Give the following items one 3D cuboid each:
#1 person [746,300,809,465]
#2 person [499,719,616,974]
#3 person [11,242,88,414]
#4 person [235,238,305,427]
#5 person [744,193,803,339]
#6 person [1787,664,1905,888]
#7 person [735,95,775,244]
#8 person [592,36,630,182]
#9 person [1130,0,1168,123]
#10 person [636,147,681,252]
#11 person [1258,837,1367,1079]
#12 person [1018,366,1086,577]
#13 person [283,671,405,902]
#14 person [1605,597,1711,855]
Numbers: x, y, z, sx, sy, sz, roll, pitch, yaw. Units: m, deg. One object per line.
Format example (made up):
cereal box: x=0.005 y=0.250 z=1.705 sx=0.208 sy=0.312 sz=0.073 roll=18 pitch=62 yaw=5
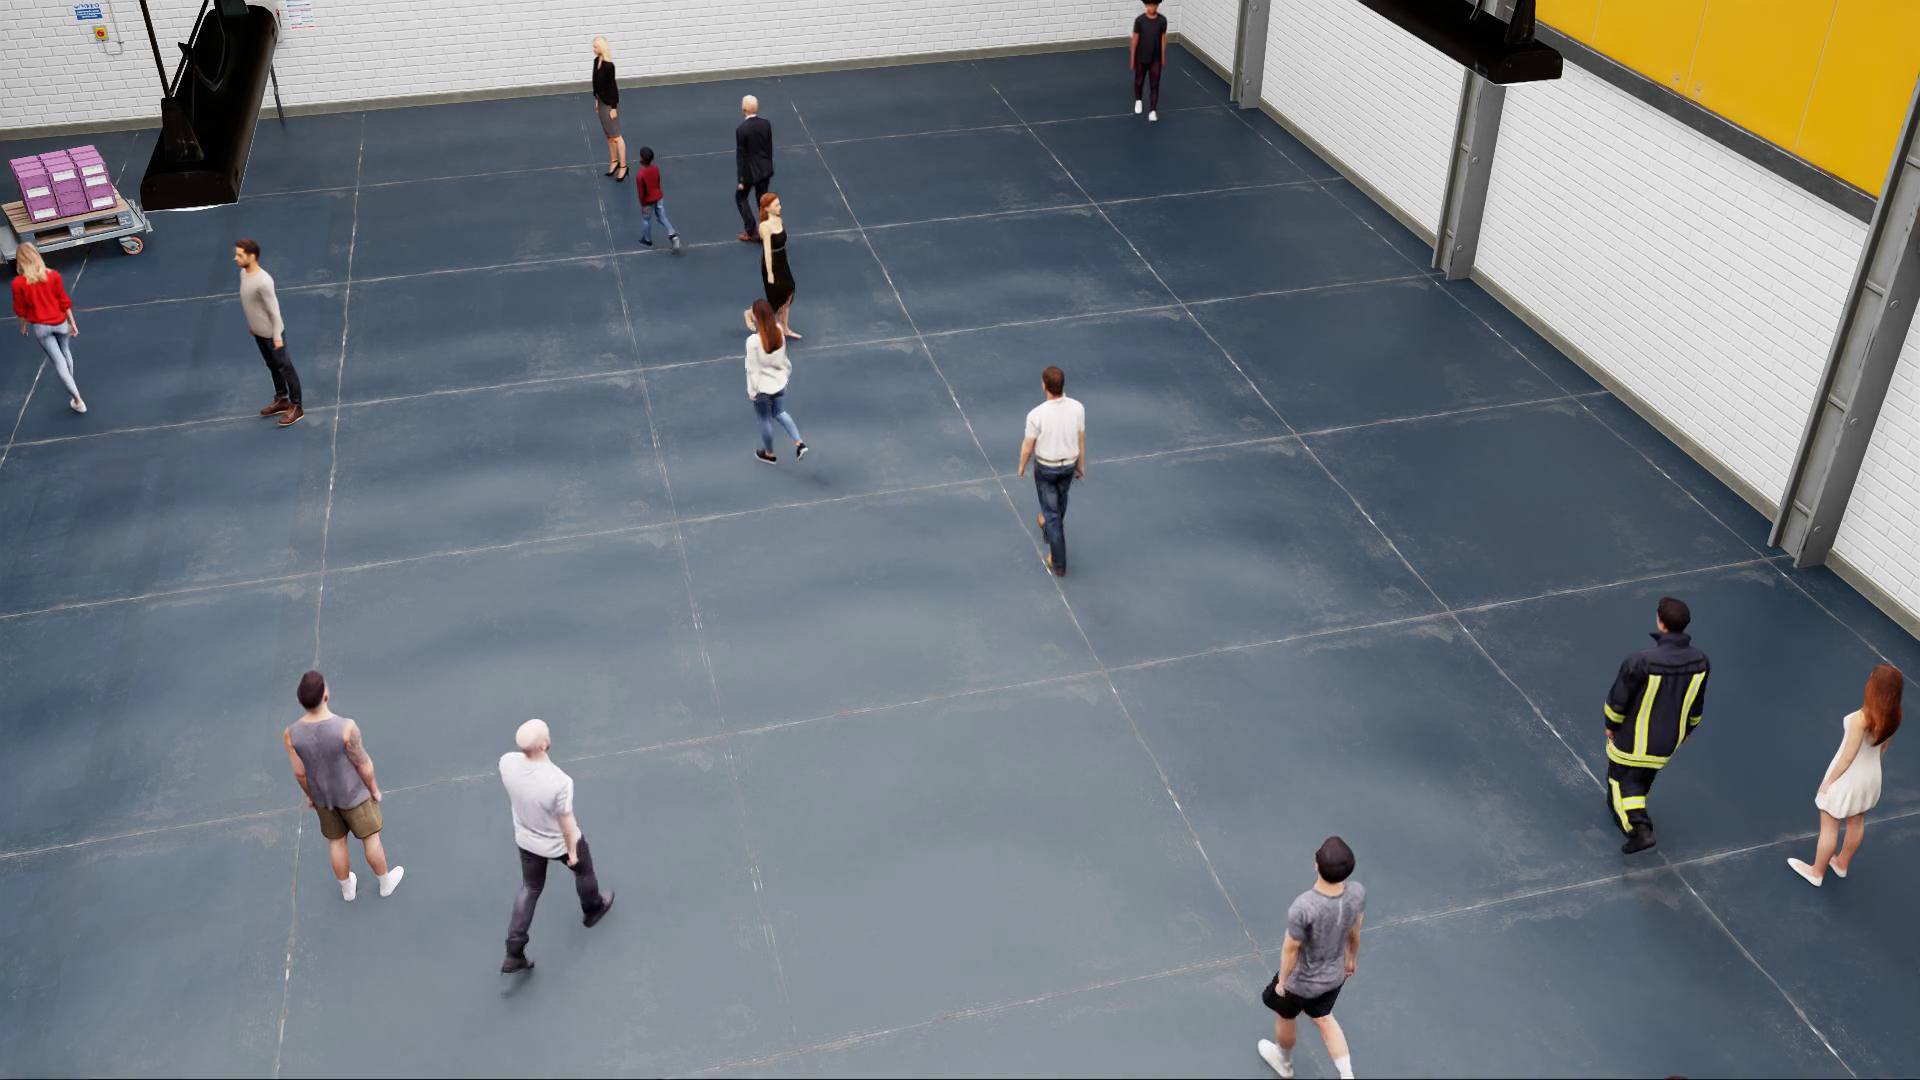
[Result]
person: x=-1.663 y=-1.377 z=15.067 sx=0.977 sy=1.676 sz=0.869 roll=26 pitch=42 yaw=34
person: x=-2.563 y=1.855 z=10.077 sx=1.103 sy=1.817 sz=1.262 roll=12 pitch=35 yaw=17
person: x=-8.727 y=-2.004 z=16.019 sx=1.119 sy=1.666 sz=0.938 roll=29 pitch=43 yaw=36
person: x=-6.585 y=-2.000 z=15.831 sx=0.708 sy=1.868 sz=0.807 roll=25 pitch=41 yaw=33
person: x=-2.000 y=-2.837 z=17.324 sx=0.909 sy=1.610 sz=0.884 roll=13 pitch=36 yaw=18
person: x=5.752 y=1.512 z=10.691 sx=0.572 sy=1.709 sz=0.535 roll=-11 pitch=35 yaw=-16
person: x=-2.329 y=-4.228 z=19.257 sx=0.822 sy=1.786 sz=0.823 roll=-24 pitch=41 yaw=-32
person: x=-4.444 y=-5.464 z=21.065 sx=0.744 sy=1.843 sz=0.624 roll=-25 pitch=41 yaw=-33
person: x=2.601 y=-6.730 z=23.064 sx=0.858 sy=1.739 sz=1.173 roll=0 pitch=34 yaw=1
person: x=-3.541 y=-3.956 z=19.340 sx=0.888 sy=1.241 sz=0.754 roll=26 pitch=41 yaw=33
person: x=2.008 y=2.446 z=9.162 sx=0.777 sy=1.846 sz=1.074 roll=-15 pitch=37 yaw=-21
person: x=0.806 y=-0.530 z=13.656 sx=0.751 sy=1.828 sz=1.037 roll=-11 pitch=35 yaw=-17
person: x=-3.933 y=1.584 z=10.548 sx=0.658 sy=1.841 sz=0.616 roll=-4 pitch=34 yaw=-6
person: x=4.534 y=1.271 z=10.882 sx=0.895 sy=1.899 sz=1.077 roll=-1 pitch=34 yaw=-2
